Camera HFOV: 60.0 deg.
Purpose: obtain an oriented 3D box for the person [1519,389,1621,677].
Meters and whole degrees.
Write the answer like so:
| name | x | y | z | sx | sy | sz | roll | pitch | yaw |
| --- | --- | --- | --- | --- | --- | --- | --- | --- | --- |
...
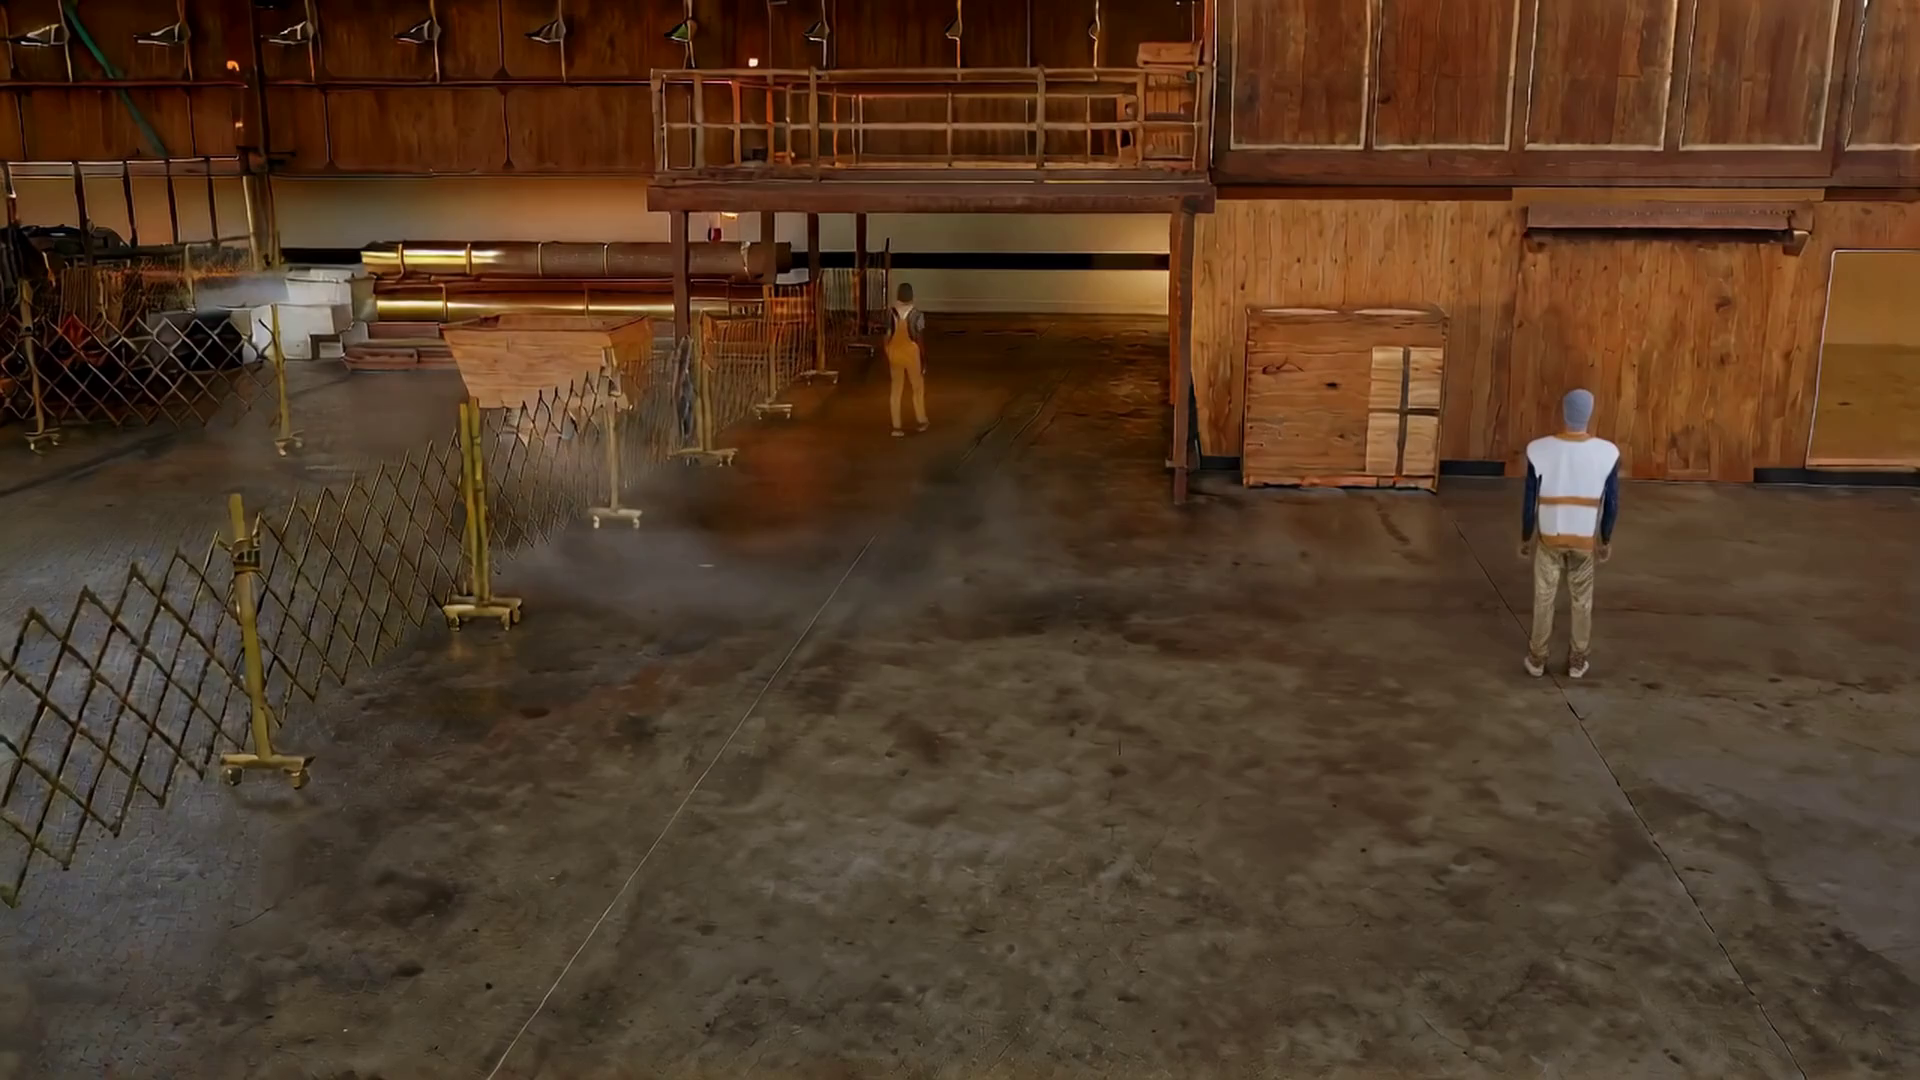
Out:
| name | x | y | z | sx | sy | sz | roll | pitch | yaw |
| --- | --- | --- | --- | --- | --- | --- | --- | --- | --- |
| person | 3.996 | -0.035 | 10.939 | 0.594 | 1.919 | 0.387 | 4 | 14 | 14 |

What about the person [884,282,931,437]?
| name | x | y | z | sx | sy | sz | roll | pitch | yaw |
| --- | --- | --- | --- | --- | --- | --- | --- | --- | --- |
| person | -0.615 | -2.181 | 19.935 | 0.556 | 1.804 | 0.908 | 4 | 14 | 16 |
